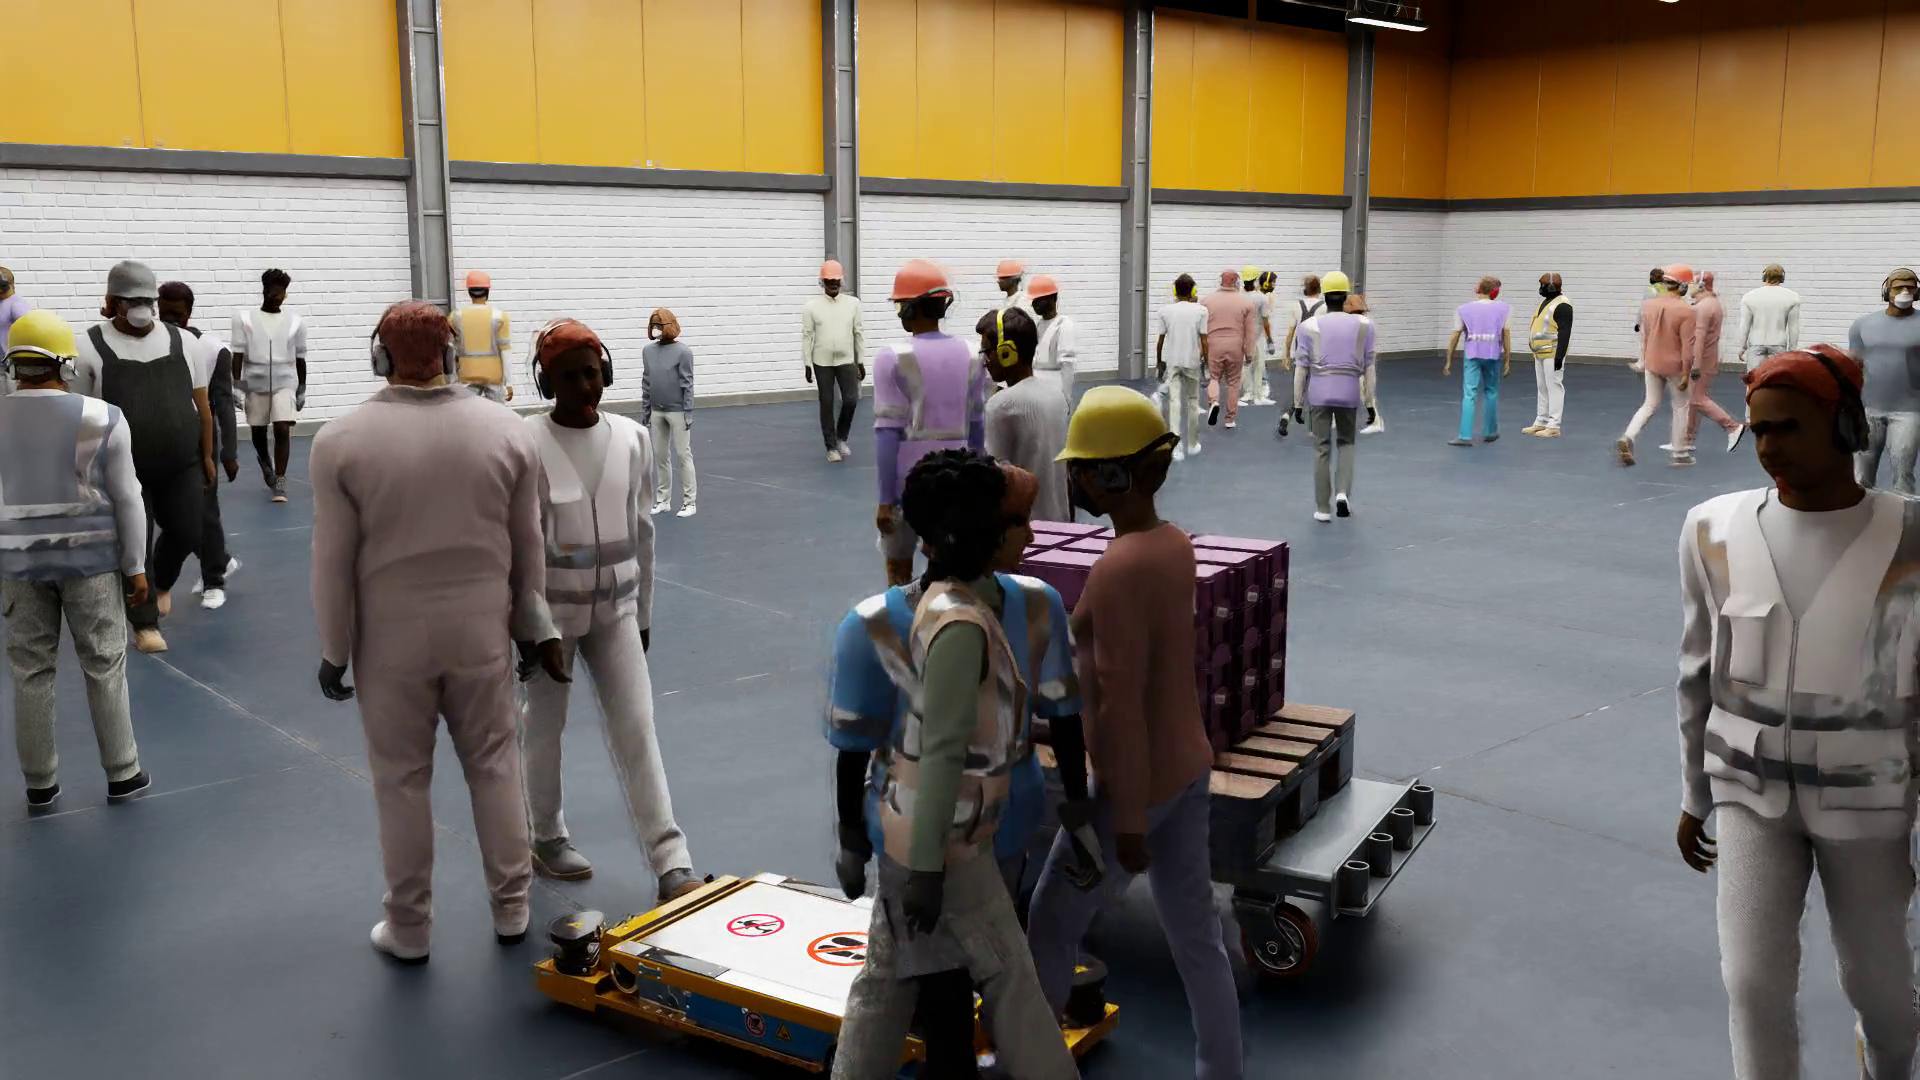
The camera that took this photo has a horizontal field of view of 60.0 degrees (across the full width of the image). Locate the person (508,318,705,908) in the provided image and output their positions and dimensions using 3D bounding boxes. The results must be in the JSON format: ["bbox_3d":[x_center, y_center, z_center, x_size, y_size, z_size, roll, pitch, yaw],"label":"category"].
[{"bbox_3d":[-1.135,0.247,5.103,0.574,1.829,1.017,-7,12,-37],"label":"person"}]

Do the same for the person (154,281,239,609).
[{"bbox_3d":[-4.436,-0.553,9.639,0.627,1.886,0.536,1,10,9],"label":"person"}]

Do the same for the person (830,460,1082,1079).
[{"bbox_3d":[0.076,0.627,3.531,0.835,1.593,0.534,-1,10,-5],"label":"person"}]

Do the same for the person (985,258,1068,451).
[{"bbox_3d":[0.662,-1.921,17.326,0.959,2.011,0.608,-2,10,-10],"label":"person"}]

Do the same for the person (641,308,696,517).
[{"bbox_3d":[-2.270,-0.988,12.949,0.497,1.626,0.288,6,11,30],"label":"person"}]

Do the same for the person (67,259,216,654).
[{"bbox_3d":[-4.266,-0.465,8.662,0.691,2.000,0.740,-8,13,-40],"label":"person"}]

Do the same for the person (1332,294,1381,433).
[{"bbox_3d":[4.522,-2.027,19.149,0.884,1.580,0.504,7,12,36],"label":"person"}]

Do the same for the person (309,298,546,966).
[{"bbox_3d":[-1.524,0.262,4.801,0.652,1.904,0.403,-6,11,-32],"label":"person"}]

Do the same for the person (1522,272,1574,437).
[{"bbox_3d":[6.614,-2.076,18.694,0.430,1.840,0.621,-1,10,-3],"label":"person"}]

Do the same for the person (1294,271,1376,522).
[{"bbox_3d":[2.852,-1.088,12.687,0.622,1.909,0.427,0,10,2],"label":"person"}]

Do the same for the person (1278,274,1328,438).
[{"bbox_3d":[3.856,-2.019,18.417,0.504,1.827,0.572,7,12,34],"label":"person"}]

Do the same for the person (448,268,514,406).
[{"bbox_3d":[-4.292,-1.469,14.914,0.557,1.930,0.675,-1,10,-3],"label":"person"}]

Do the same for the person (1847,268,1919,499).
[{"bbox_3d":[6.331,-0.870,11.333,0.634,1.940,0.367,9,13,42],"label":"person"}]

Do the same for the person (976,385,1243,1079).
[{"bbox_3d":[0.293,0.522,3.778,0.845,1.732,0.537,5,11,26],"label":"person"}]

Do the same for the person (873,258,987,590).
[{"bbox_3d":[-0.087,-0.259,7.553,0.612,2.023,0.808,-8,12,-38],"label":"person"}]

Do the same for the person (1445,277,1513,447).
[{"bbox_3d":[5.573,-1.919,17.895,0.657,1.792,0.826,2,10,14],"label":"person"}]

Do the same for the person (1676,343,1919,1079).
[{"bbox_3d":[1.796,0.519,3.453,0.596,1.860,0.828,9,13,42],"label":"person"}]

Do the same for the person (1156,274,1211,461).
[{"bbox_3d":[2.244,-1.728,16.635,0.564,1.837,0.851,2,10,14],"label":"person"}]

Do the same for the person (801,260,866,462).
[{"bbox_3d":[-1.243,-1.754,16.373,0.652,1.980,0.435,-2,10,-13],"label":"person"}]

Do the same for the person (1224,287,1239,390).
[{"bbox_3d":[4.158,-3.081,25.256,0.628,1.626,0.534,-9,13,-43],"label":"person"}]

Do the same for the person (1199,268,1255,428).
[{"bbox_3d":[3.110,-2.230,19.439,0.659,1.886,0.544,2,10,10],"label":"person"}]

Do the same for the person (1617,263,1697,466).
[{"bbox_3d":[6.743,-1.668,15.940,0.854,1.966,0.620,-6,11,-31],"label":"person"}]

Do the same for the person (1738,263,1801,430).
[{"bbox_3d":[9.373,-2.230,19.292,0.635,1.937,0.352,5,11,27],"label":"person"}]

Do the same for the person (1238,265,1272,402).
[{"bbox_3d":[4.070,-2.873,23.163,0.628,1.893,0.591,7,12,35],"label":"person"}]

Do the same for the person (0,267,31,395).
[{"bbox_3d":[-8.859,-1.590,15.566,0.627,1.934,0.371,9,13,42],"label":"person"}]

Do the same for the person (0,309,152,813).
[{"bbox_3d":[-3.291,0.080,6.080,0.600,1.829,0.404,-3,10,-18],"label":"person"}]

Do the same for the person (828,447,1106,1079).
[{"bbox_3d":[0.001,0.612,3.534,0.527,1.642,0.922,-6,11,-30],"label":"person"}]

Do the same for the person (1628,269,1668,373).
[{"bbox_3d":[11.731,-3.702,28.304,0.659,1.798,0.919,-5,11,-29],"label":"person"}]

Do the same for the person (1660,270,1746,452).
[{"bbox_3d":[7.695,-1.829,17.107,0.759,1.890,0.657,6,11,31],"label":"person"}]

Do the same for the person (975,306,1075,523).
[{"bbox_3d":[0.328,0.041,6.297,0.787,1.838,0.549,5,11,28],"label":"person"}]

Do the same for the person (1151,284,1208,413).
[{"bbox_3d":[2.830,-2.454,21.253,0.741,1.721,0.491,-5,11,-28],"label":"person"}]

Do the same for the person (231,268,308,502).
[{"bbox_3d":[-5.784,-1.311,13.938,0.632,1.936,0.858,-4,11,-24],"label":"person"}]

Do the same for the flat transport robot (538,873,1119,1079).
[{"bbox_3d":[-0.365,1.150,4.380,1.431,0.197,0.652,6,11,32],"label":"flat transport robot"}]

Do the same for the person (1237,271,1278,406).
[{"bbox_3d":[3.976,-2.687,22.335,0.808,1.808,0.545,-2,10,-11],"label":"person"}]

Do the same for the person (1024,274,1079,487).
[{"bbox_3d":[0.692,-1.183,13.342,0.742,1.881,0.590,-7,12,-35],"label":"person"}]
